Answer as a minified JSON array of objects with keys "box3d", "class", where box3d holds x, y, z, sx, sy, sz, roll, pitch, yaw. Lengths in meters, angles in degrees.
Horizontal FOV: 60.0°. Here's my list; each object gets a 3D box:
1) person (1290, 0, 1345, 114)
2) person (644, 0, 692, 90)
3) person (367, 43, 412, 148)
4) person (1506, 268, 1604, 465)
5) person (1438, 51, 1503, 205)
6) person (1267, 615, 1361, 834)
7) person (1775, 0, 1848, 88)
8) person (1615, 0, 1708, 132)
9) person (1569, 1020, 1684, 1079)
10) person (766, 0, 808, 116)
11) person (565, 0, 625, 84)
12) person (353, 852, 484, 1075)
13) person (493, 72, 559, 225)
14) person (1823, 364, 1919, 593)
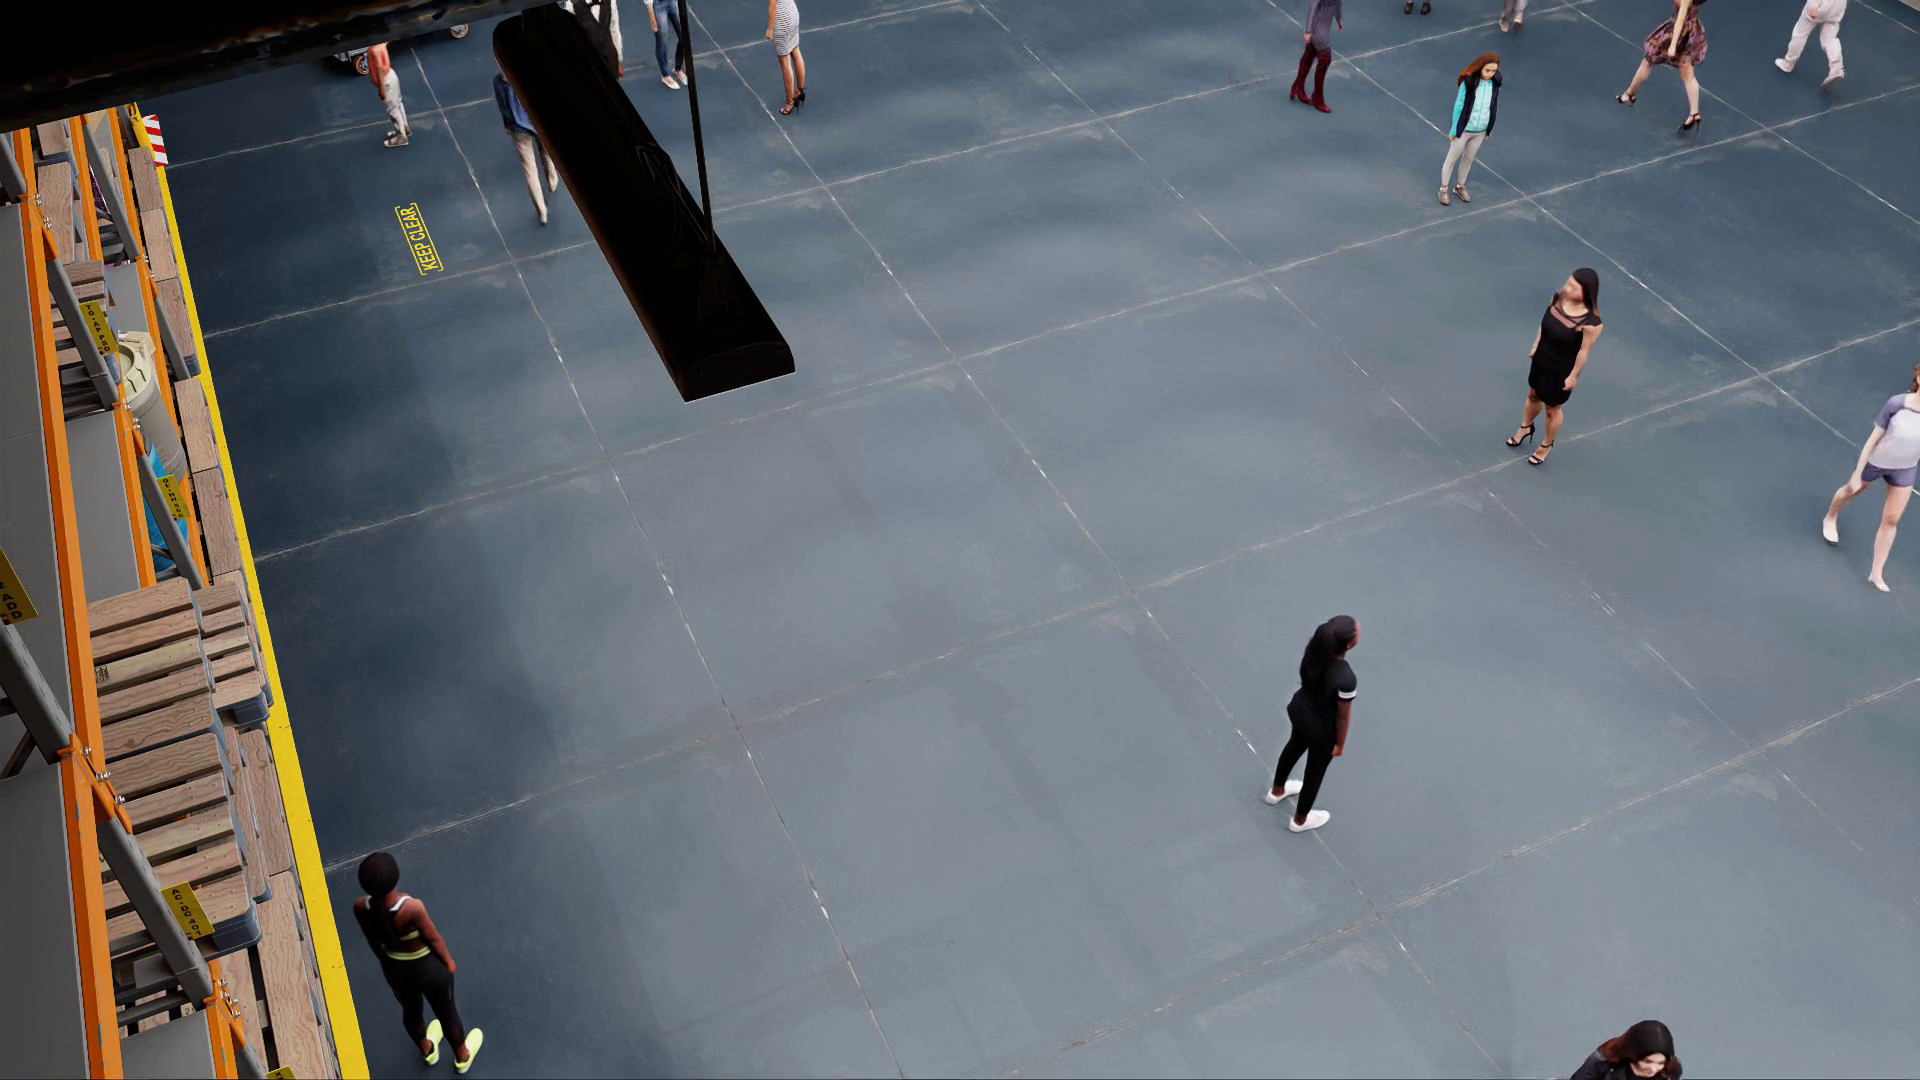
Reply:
[{"box3d":[3.484,-5.106,16.451,0.855,1.693,0.783,27,50,25],"class":"person"},{"box3d":[-3.013,-5.375,16.716,0.676,1.718,0.685,-28,50,-27],"class":"person"},{"box3d":[-5.527,-4.442,16.033,0.602,1.309,0.495,-6,44,-7],"class":"person"},{"box3d":[4.464,-1.310,12.446,0.690,1.721,0.510,-18,46,-18],"class":"person"},{"box3d":[4.665,-3.791,15.211,0.623,1.501,0.637,-9,44,-9],"class":"person"},{"box3d":[2.135,1.078,9.937,0.653,1.725,0.463,-17,46,-17],"class":"person"},{"box3d":[8.813,-5.387,16.766,0.739,1.666,1.070,-12,45,-12],"class":"person"},{"box3d":[7.028,-4.780,16.085,0.802,1.727,1.233,-30,51,-28],"class":"person"},{"box3d":[3.174,2.782,8.222,0.754,1.624,0.752,2,44,2],"class":"person"},{"box3d":[-1.705,-5.056,16.305,0.718,1.822,0.678,19,47,19],"class":"person"},{"box3d":[-3.461,-4.539,15.704,0.755,1.903,0.935,-24,48,-23],"class":"person"},{"box3d":[-2.855,2.241,8.695,0.641,1.754,0.666,5,44,5],"class":"person"},{"box3d":[-3.856,-3.621,14.916,0.788,1.661,1.078,-7,44,-7],"class":"person"},{"box3d":[6.484,-0.585,11.681,0.985,1.727,1.168,5,44,5],"class":"person"}]
